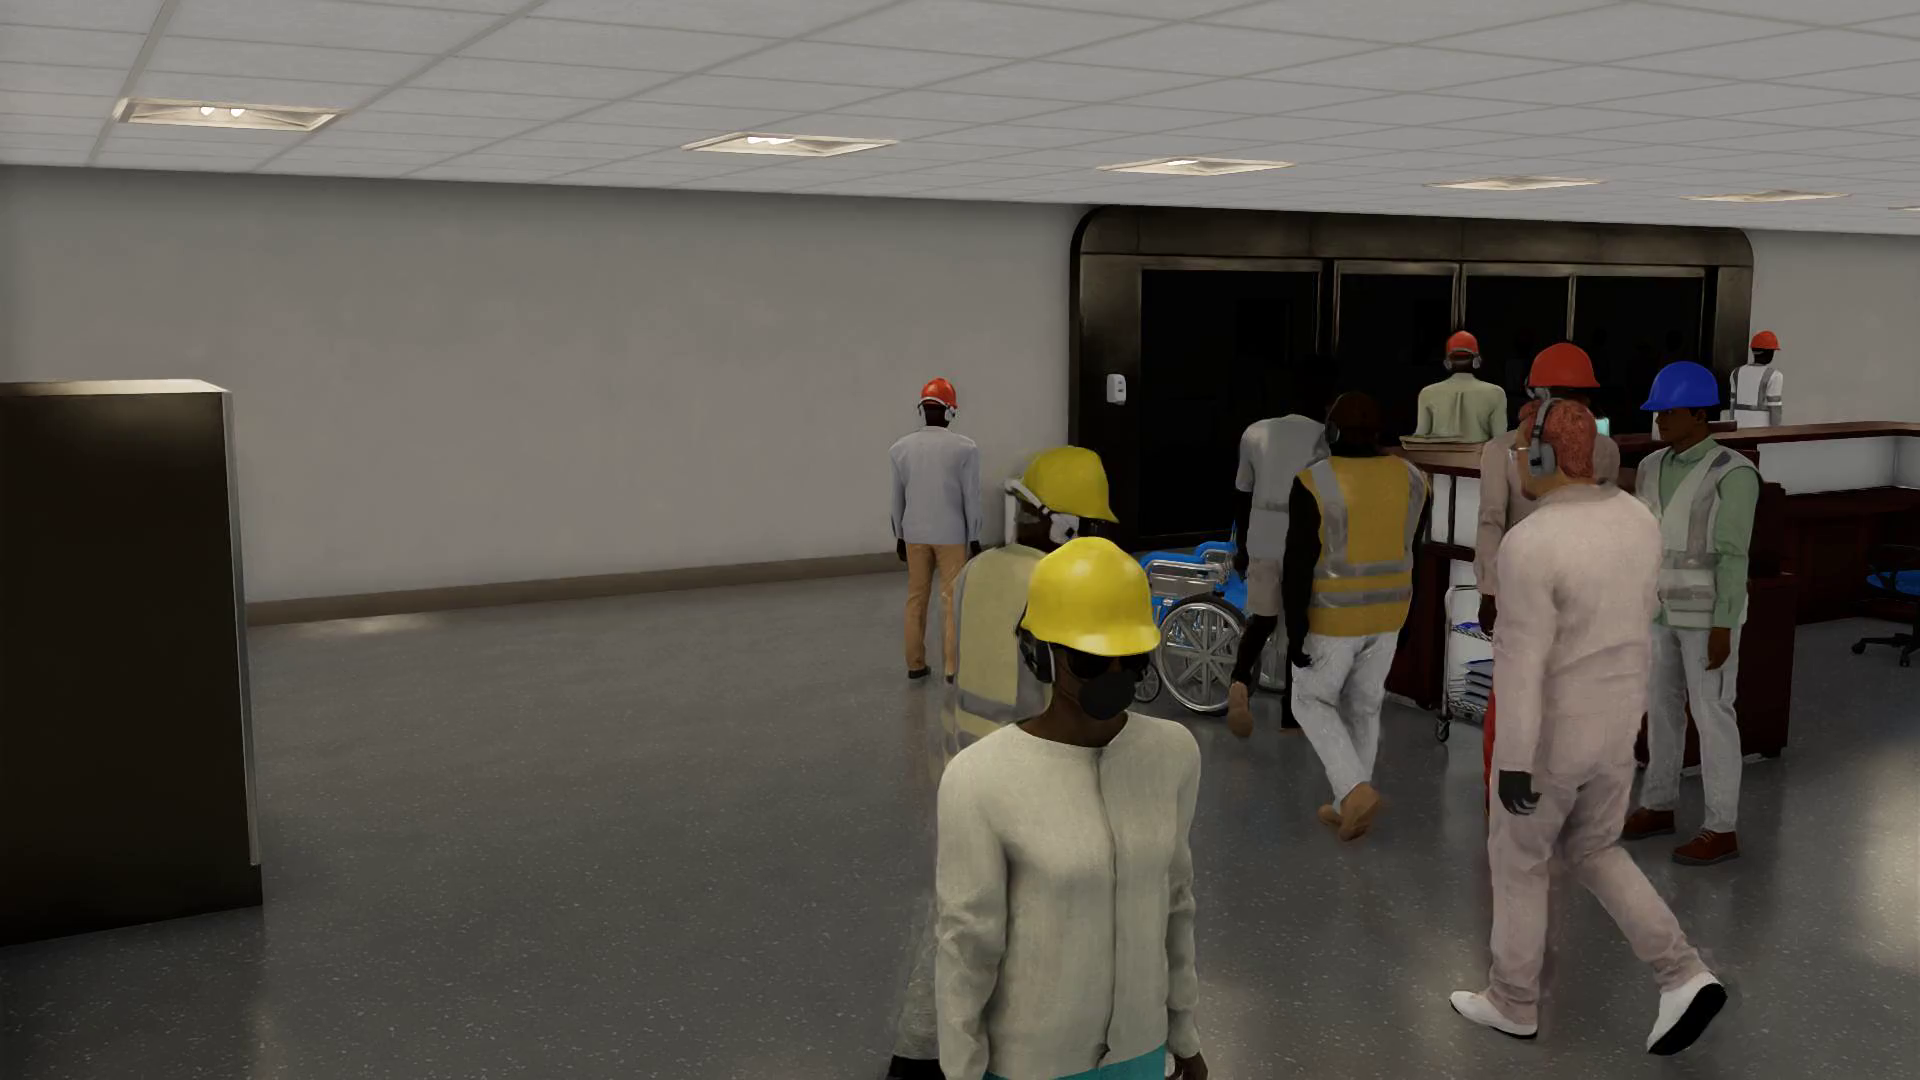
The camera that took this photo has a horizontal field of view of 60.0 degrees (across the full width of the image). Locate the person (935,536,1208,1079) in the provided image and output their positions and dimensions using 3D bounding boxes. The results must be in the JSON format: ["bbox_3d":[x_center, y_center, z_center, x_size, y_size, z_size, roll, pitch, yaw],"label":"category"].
[{"bbox_3d":[0.203,0.867,2.791,0.532,1.767,0.328,-5,9,-31],"label":"person"}]

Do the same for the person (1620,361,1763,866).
[{"bbox_3d":[2.807,0.277,6.472,0.421,1.939,0.600,-3,8,-19],"label":"person"}]

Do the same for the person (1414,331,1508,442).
[{"bbox_3d":[3.473,-0.446,11.533,0.649,1.977,0.415,3,9,22],"label":"person"}]

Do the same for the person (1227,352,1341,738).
[{"bbox_3d":[1.588,0.047,8.141,0.643,1.934,0.764,7,10,39],"label":"person"}]

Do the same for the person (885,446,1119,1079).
[{"bbox_3d":[0.178,0.629,4.525,0.961,1.771,0.608,-7,10,-39],"label":"person"}]

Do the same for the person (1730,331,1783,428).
[{"bbox_3d":[7.773,-1.068,16.236,0.381,1.934,0.546,-4,9,-28],"label":"person"}]

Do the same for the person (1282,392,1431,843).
[{"bbox_3d":[1.566,0.325,6.573,0.630,1.815,0.539,-2,8,-17],"label":"person"}]

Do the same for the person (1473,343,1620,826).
[{"bbox_3d":[2.407,0.198,6.802,0.623,1.993,0.385,-1,8,-10],"label":"person"}]

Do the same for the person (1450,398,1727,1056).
[{"bbox_3d":[1.785,0.542,4.694,0.669,1.886,0.702,-5,9,-32],"label":"person"}]

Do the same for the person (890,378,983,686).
[{"bbox_3d":[-0.121,-0.048,9.493,0.564,1.743,0.352,4,9,25],"label":"person"}]
